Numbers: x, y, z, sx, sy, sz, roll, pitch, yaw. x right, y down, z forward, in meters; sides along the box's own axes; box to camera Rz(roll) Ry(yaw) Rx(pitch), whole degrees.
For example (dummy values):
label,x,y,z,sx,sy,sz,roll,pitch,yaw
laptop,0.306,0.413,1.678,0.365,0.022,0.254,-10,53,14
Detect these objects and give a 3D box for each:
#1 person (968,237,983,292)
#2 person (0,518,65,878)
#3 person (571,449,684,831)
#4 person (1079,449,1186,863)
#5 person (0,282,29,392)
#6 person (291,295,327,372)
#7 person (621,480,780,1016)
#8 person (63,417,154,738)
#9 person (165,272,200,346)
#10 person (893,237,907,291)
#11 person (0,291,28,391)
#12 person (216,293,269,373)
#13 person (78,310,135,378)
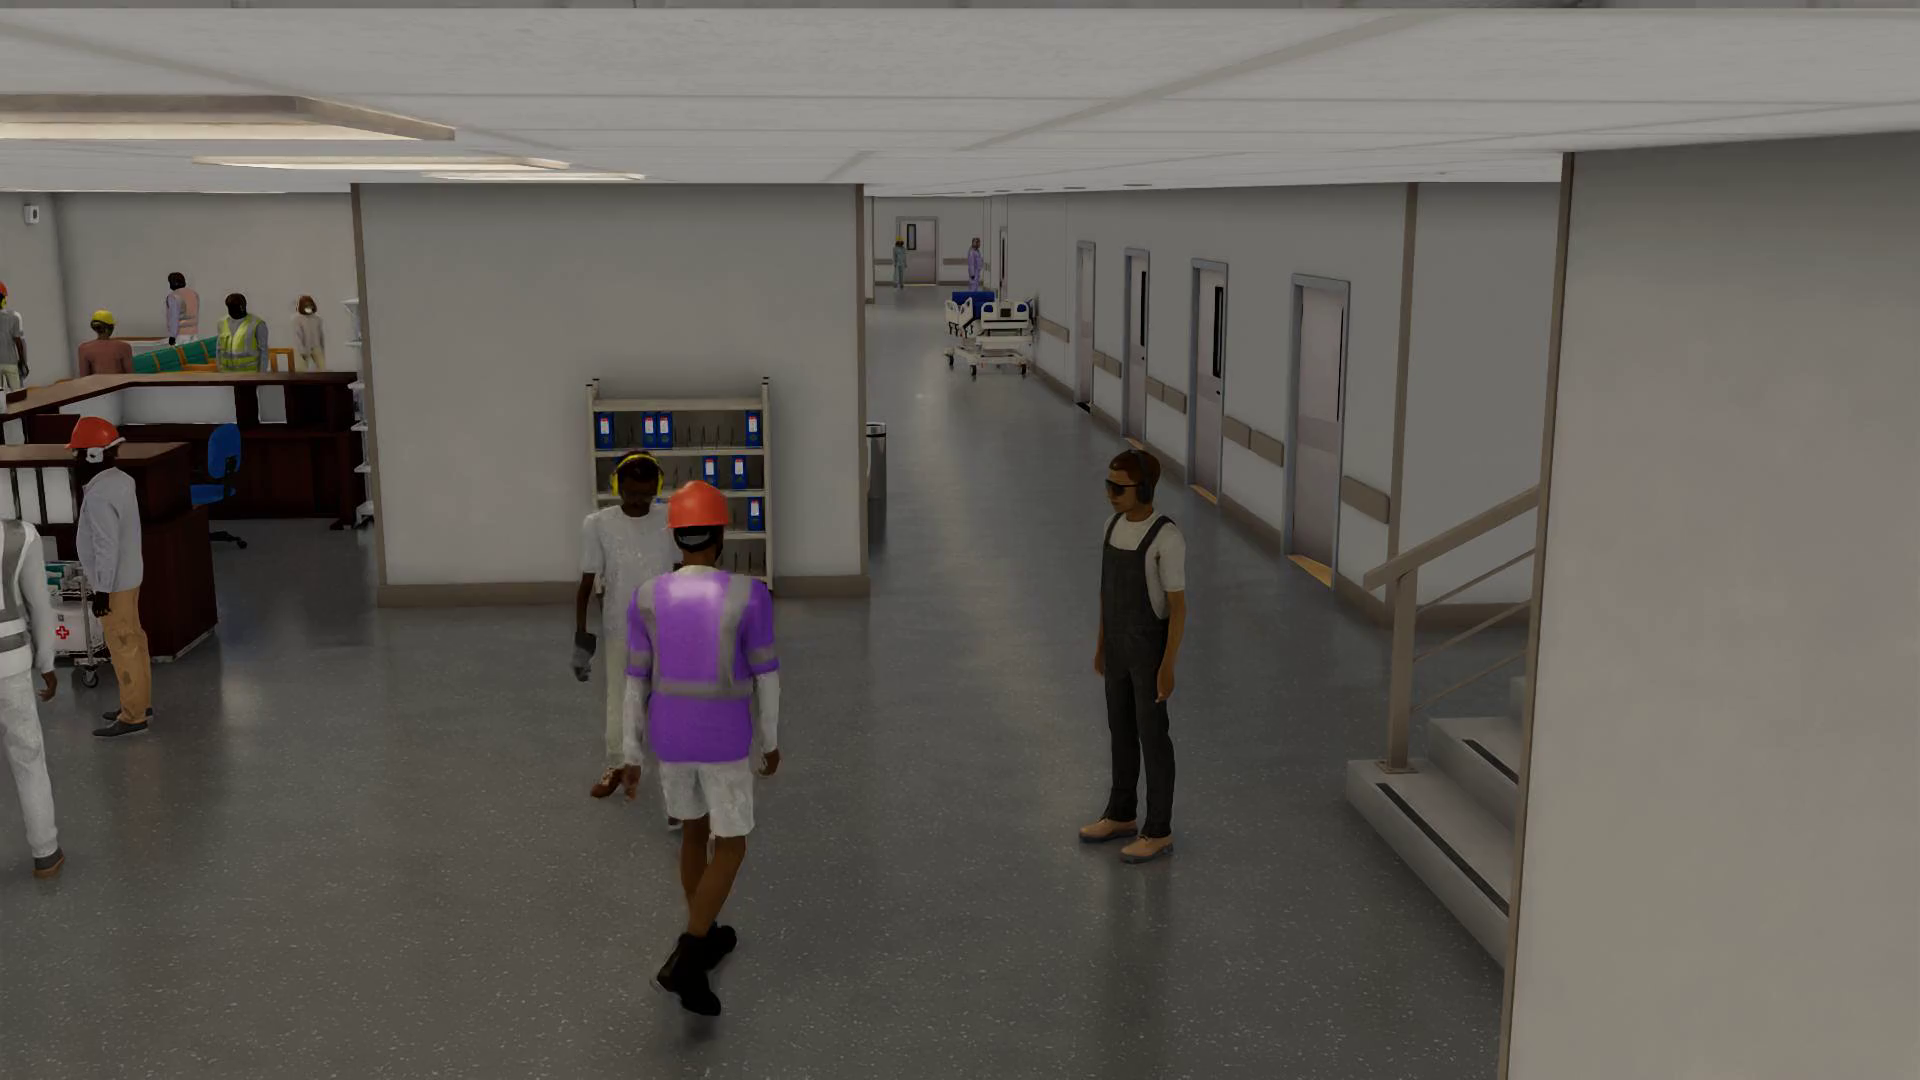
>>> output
label,x,y,z,sx,sy,sz,roll,pitch,yaw
person,0.425,-7.283,45.320,0.398,1.900,0.635,3,12,13
person,-4.149,0.553,7.049,0.576,1.881,0.354,-7,14,-31
person,-1.498,0.444,7.797,0.642,1.806,0.918,-4,12,-18
person,0.777,0.505,7.373,0.328,1.842,0.514,-7,14,-32
person,-11.662,-2.180,20.270,0.551,1.935,0.372,-3,12,-15
person,-9.291,-2.701,23.683,0.793,1.584,0.509,10,15,39
person,-0.984,0.755,6.048,0.556,1.897,0.815,3,12,15
person,-4.653,0.197,9.103,0.330,1.751,0.564,-3,12,-16
person,-11.718,-3.111,25.070,0.429,1.839,0.621,2,12,10
person,-1.928,-8.901,53.627,0.532,1.734,0.319,-7,13,-30
person,-11.534,-2.093,20.022,0.520,1.869,0.333,-6,13,-25
person,-8.419,-1.971,19.501,0.621,1.838,0.429,1,12,5
person,-8.996,-1.545,17.593,0.527,1.765,0.328,-4,12,-19
